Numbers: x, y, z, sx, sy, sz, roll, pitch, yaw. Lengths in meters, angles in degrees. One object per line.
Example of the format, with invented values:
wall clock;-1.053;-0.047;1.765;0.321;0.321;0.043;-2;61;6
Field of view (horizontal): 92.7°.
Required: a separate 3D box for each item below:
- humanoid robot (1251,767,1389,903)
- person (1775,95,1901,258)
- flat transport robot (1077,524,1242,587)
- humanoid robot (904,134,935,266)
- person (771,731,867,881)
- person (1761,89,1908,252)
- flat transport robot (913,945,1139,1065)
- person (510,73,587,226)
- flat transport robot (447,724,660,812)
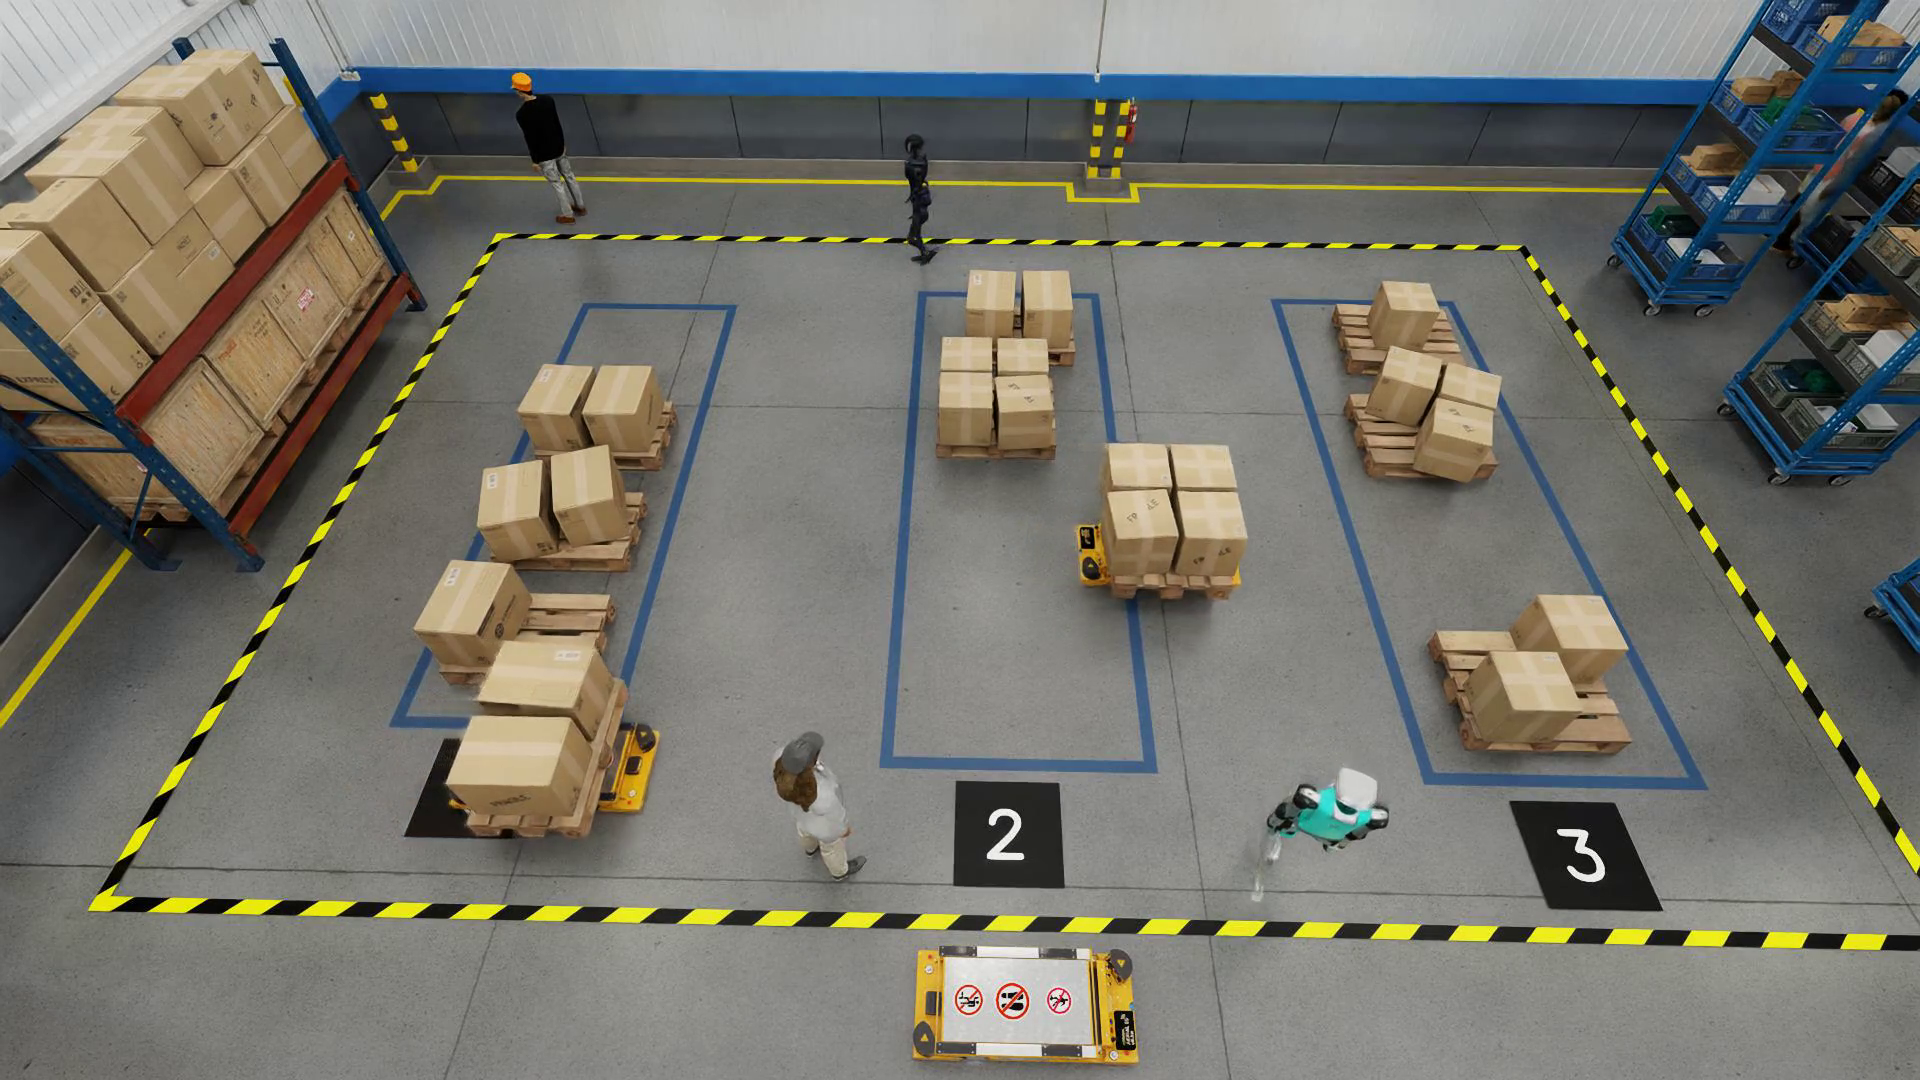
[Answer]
humanoid robot;2.330;1.778;6.099;0.551;1.789;0.799;13;52;11
person;10.509;-4.307;10.930;0.445;1.929;0.655;34;59;25
flat transport robot;1.812;0.108;8.379;1.431;0.197;0.652;1;51;1
humanoid robot;-0.492;-3.995;10.829;0.358;1.641;0.601;-7;51;-5
person;-0.954;1.788;6.059;0.570;1.769;0.397;35;59;25
person;10.452;-4.405;10.987;0.376;1.958;0.600;9;51;7
flat transport robot;0.422;3.041;6.007;1.431;0.231;0.659;1;51;1
person;-5.116;-4.834;11.388;0.378;1.879;0.584;19;53;15
flat transport robot;-3.111;1.734;7.054;1.431;0.197;0.652;1;51;1
